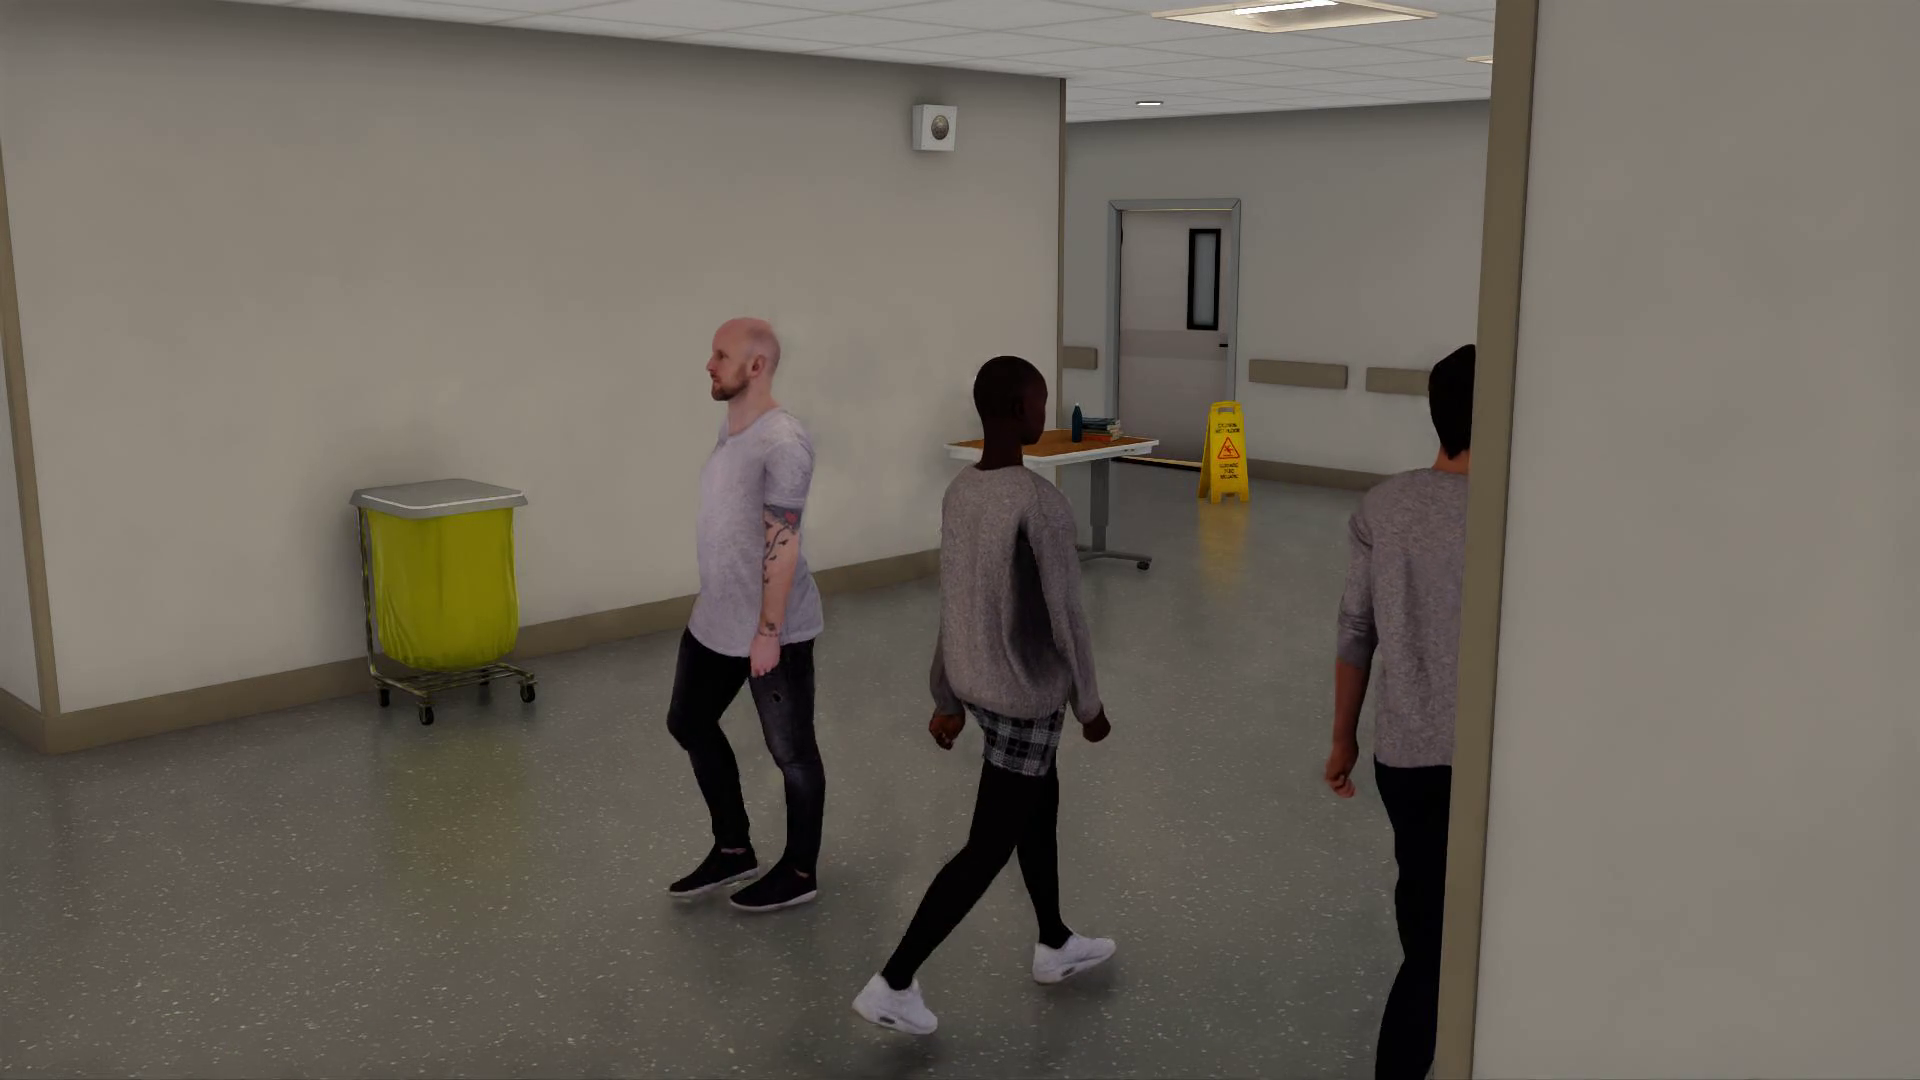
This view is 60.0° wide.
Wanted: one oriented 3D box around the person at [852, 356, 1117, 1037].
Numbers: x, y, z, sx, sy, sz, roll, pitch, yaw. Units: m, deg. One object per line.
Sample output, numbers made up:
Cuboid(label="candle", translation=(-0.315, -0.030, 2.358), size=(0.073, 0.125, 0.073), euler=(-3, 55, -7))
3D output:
Cuboid(label="person", translation=(0.051, 0.440, 4.246), size=(0.833, 1.737, 1.121), euler=(-7, 13, -32))

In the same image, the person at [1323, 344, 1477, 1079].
Cuboid(label="person", translation=(1.040, 0.516, 3.680), size=(1.086, 1.799, 0.746), euler=(10, 14, 41))

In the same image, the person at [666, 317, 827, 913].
Cuboid(label="person", translation=(-0.537, 0.238, 5.076), size=(0.826, 1.824, 0.690), euler=(-7, 13, -32))
